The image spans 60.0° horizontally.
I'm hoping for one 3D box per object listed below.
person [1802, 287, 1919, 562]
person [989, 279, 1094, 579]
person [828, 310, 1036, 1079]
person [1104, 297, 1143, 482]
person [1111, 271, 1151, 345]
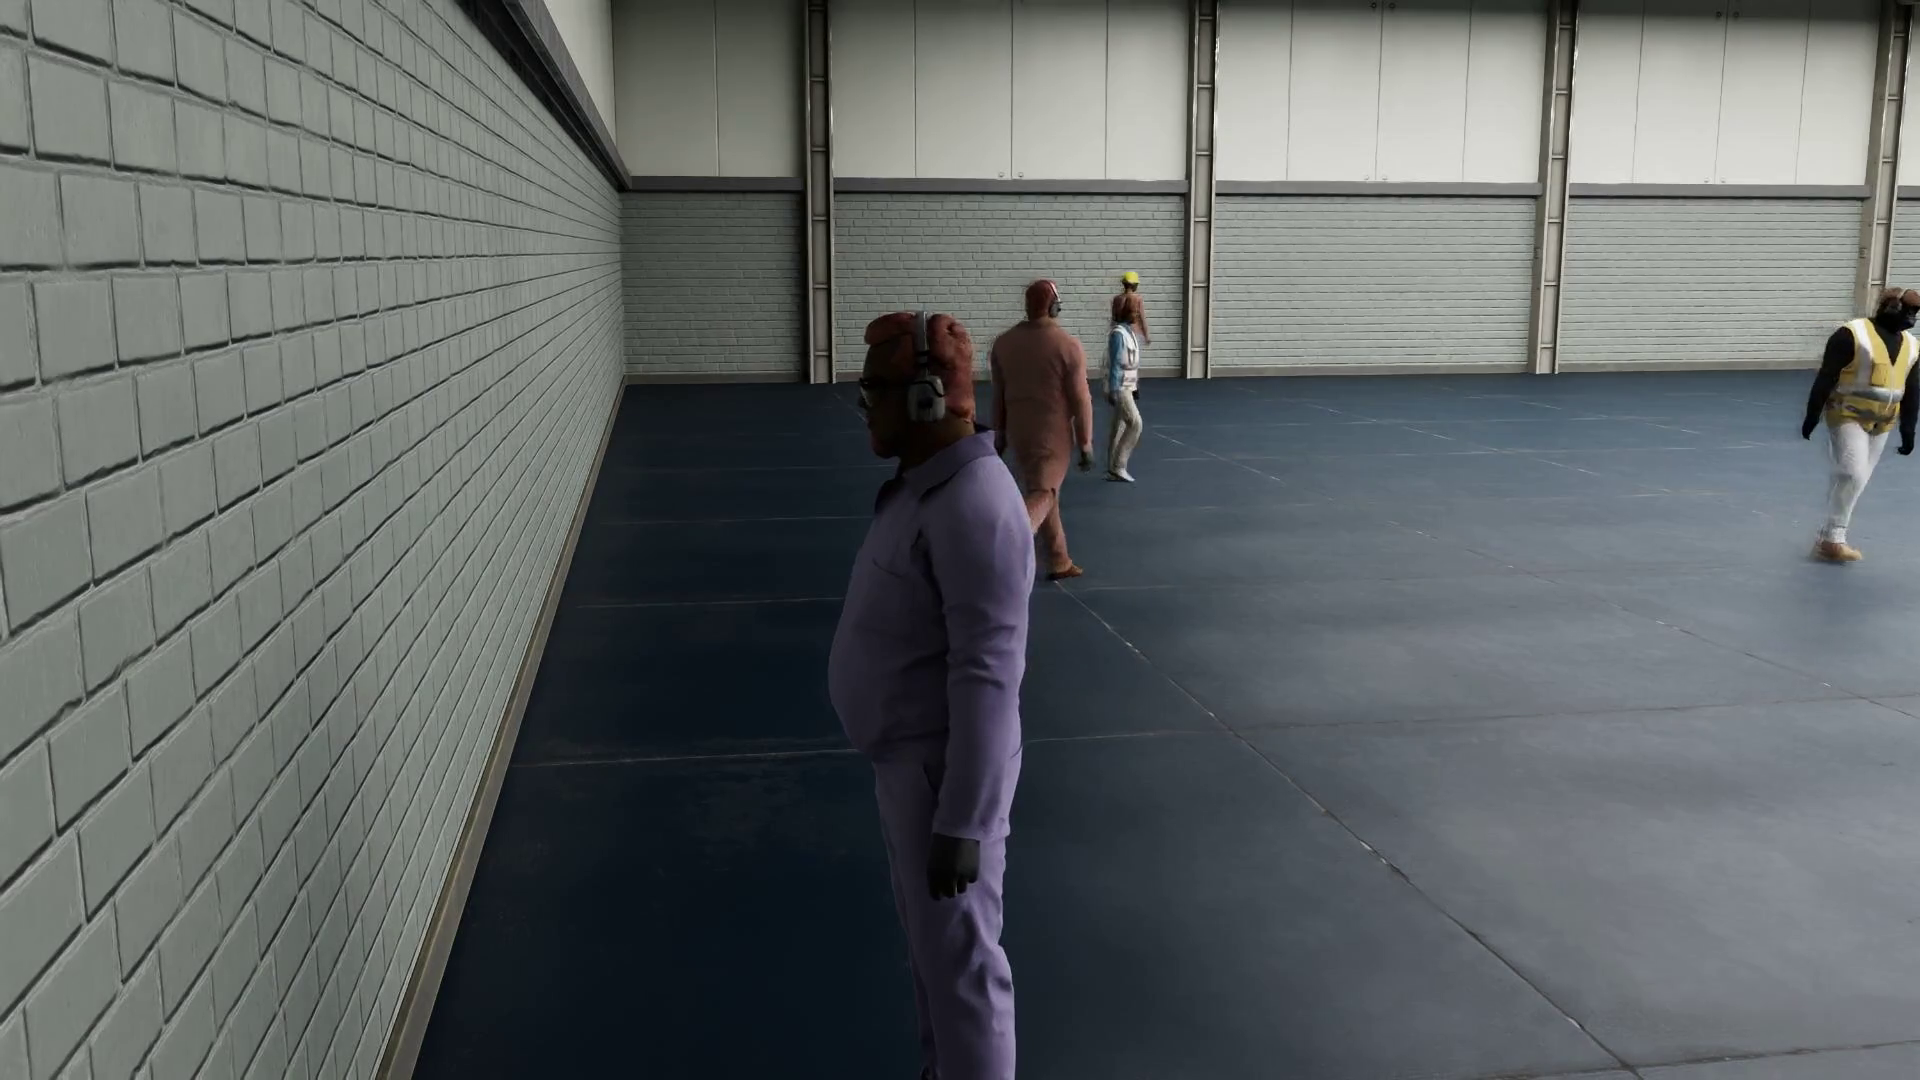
[{"bbox_3d":[5.918,-0.745,10.850,0.703,1.792,0.584,-3,10,-15],"label":"person"},{"bbox_3d":[0.474,-0.612,9.921,0.650,1.870,1.007,9,13,42],"label":"person"},{"bbox_3d":[-0.069,0.484,3.448,0.403,1.904,0.651,-2,10,-10],"label":"person"},{"bbox_3d":[1.453,-1.298,14.495,0.420,1.620,0.554,3,10,16],"label":"person"},{"bbox_3d":[2.350,-2.809,22.850,0.447,1.752,0.529,-8,13,-39],"label":"person"}]
